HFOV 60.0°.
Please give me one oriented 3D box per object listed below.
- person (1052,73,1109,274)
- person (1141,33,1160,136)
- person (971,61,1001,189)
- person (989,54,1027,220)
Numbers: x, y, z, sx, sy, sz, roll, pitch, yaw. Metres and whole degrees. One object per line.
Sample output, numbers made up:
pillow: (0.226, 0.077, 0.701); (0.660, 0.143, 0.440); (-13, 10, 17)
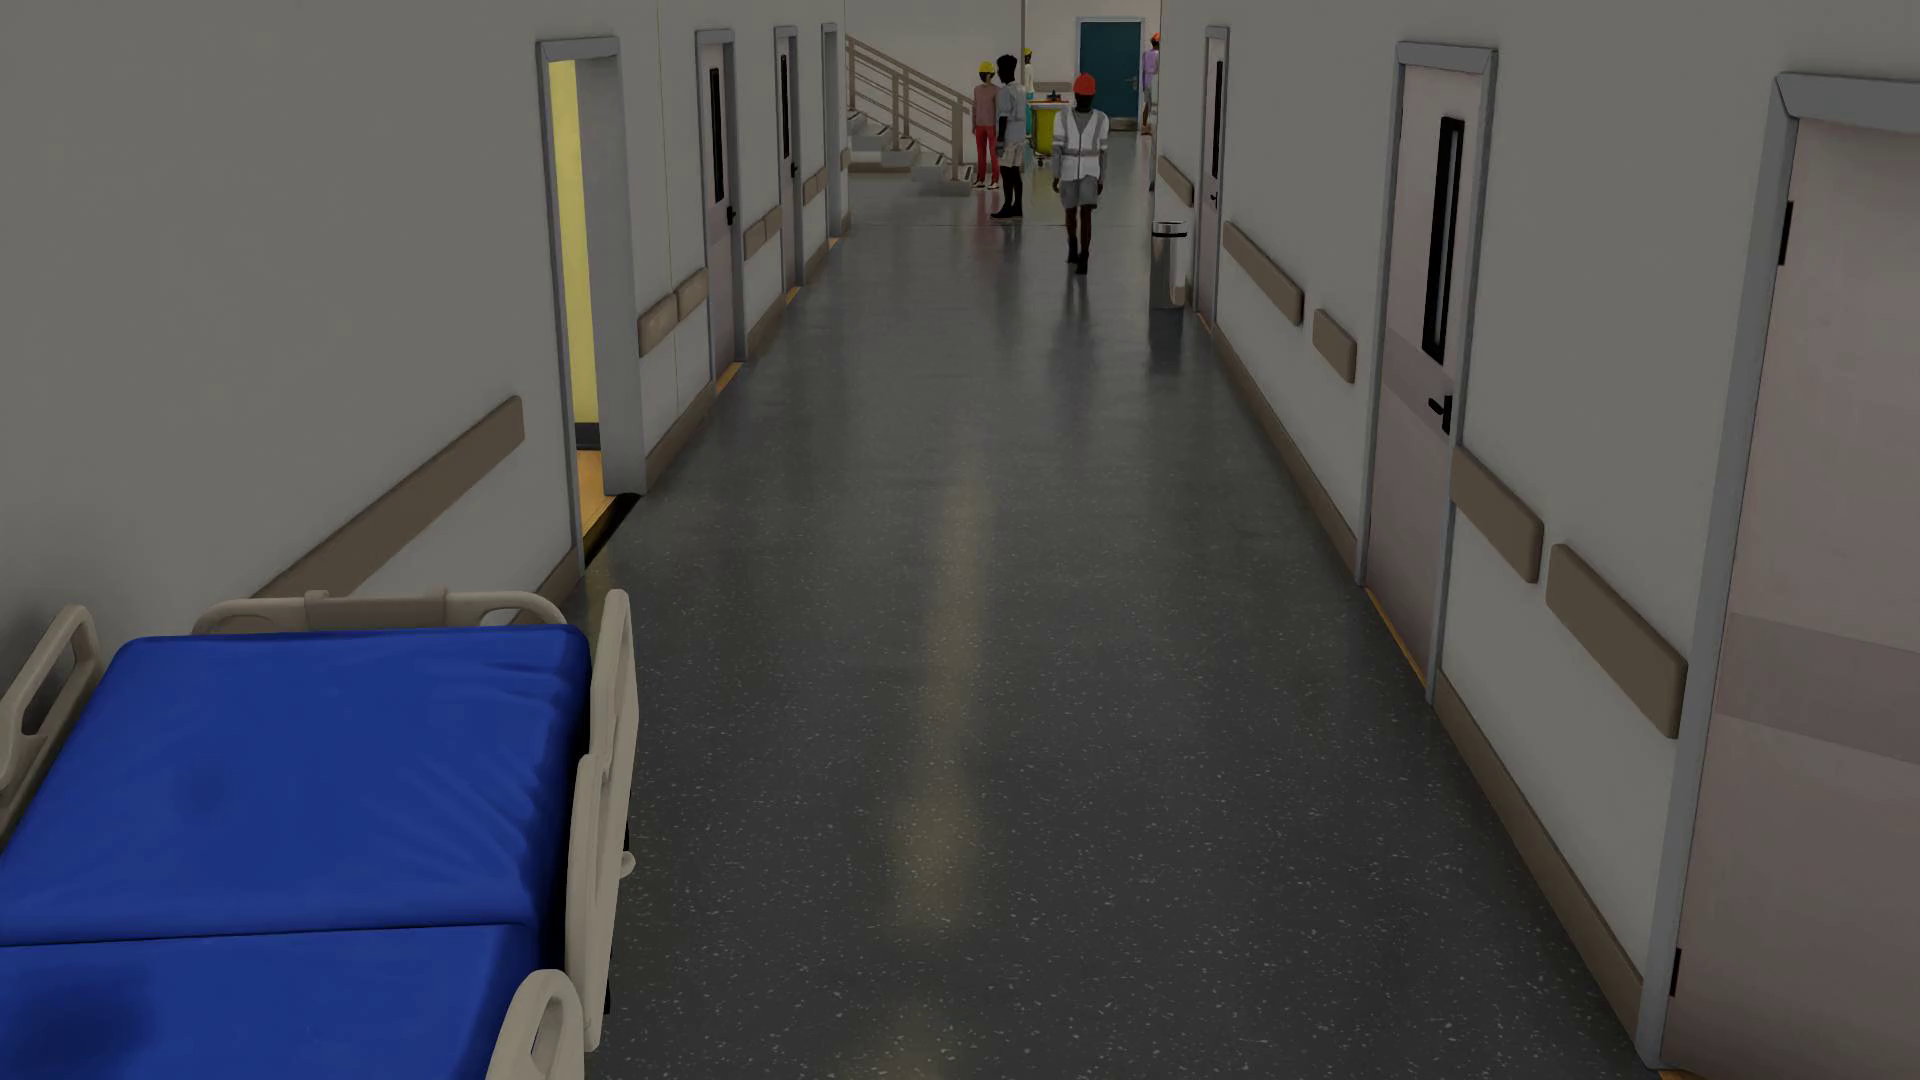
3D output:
person: (1.174, -3.601, 16.274); (0.540, 1.897, 1.001); (2, 18, 6)
person: (3.960, -9.243, 33.773); (0.409, 2.028, 0.613); (-15, 23, -39)
person: (0.374, -5.888, 23.640); (0.526, 1.772, 0.307); (14, 22, 37)
person: (0.597, -4.860, 20.114); (0.385, 1.955, 0.608); (8, 19, 24)
